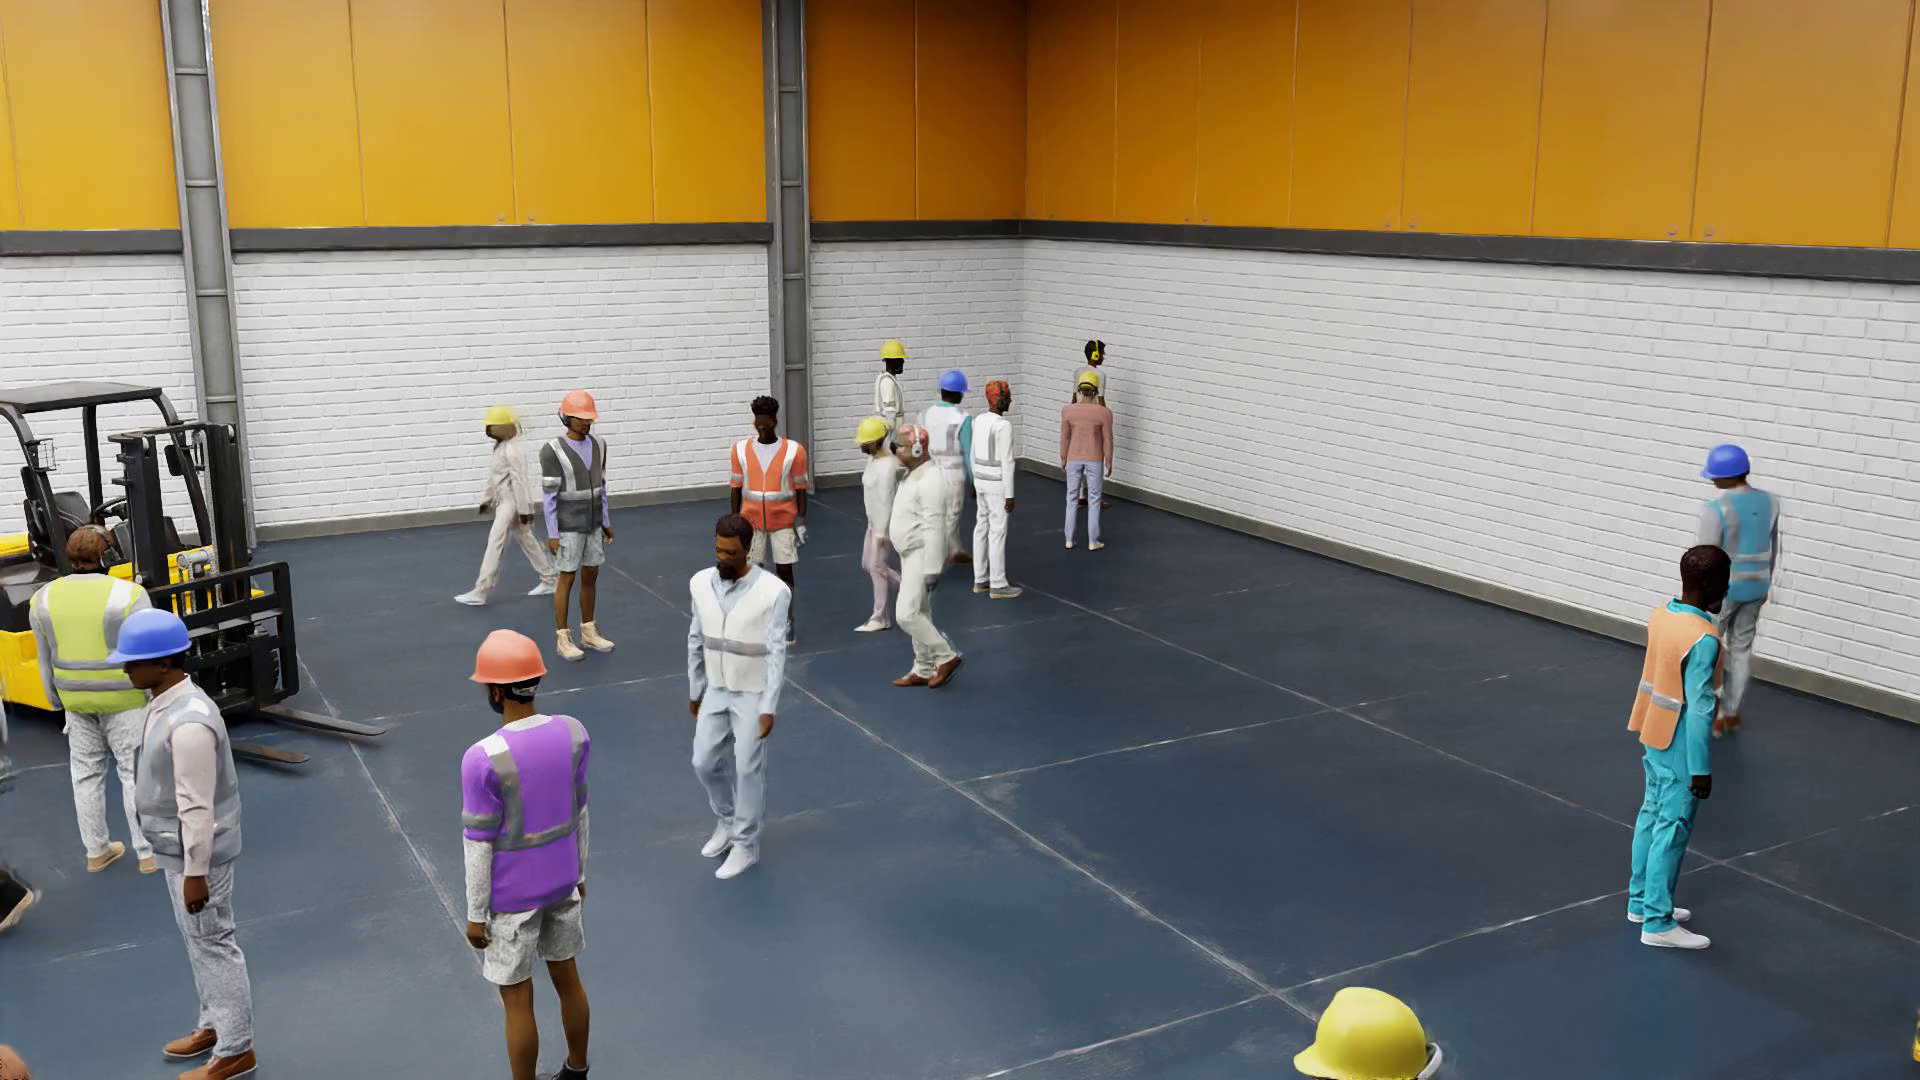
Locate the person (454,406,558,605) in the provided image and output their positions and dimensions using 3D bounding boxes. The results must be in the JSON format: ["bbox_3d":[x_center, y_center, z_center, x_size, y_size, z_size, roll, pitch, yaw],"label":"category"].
[{"bbox_3d":[-3.885,-0.304,14.214,0.918,1.694,0.488,-6,13,-25],"label":"person"}]

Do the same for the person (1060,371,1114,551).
[{"bbox_3d":[1.239,-0.769,16.246,0.531,1.755,0.343,4,13,16],"label":"person"}]

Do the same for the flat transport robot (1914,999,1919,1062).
[{"bbox_3d":[4.622,2.036,6.591,1.431,0.197,0.652,7,14,31],"label":"flat transport robot"}]

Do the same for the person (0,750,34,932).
[{"bbox_3d":[-4.684,0.959,7.698,0.686,1.939,0.462,9,15,37],"label":"person"}]

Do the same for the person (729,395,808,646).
[{"bbox_3d":[-1.478,-0.147,12.830,0.613,1.961,0.368,1,12,5],"label":"person"}]

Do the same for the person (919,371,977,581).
[{"bbox_3d":[-0.103,-0.599,15.164,0.634,1.887,0.946,11,16,41],"label":"person"}]

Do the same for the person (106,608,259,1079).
[{"bbox_3d":[-3.049,1.206,6.557,0.417,1.939,0.614,-8,14,-33],"label":"person"}]

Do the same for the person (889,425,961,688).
[{"bbox_3d":[-0.307,0.136,11.659,0.423,1.894,0.672,-3,12,-14],"label":"person"}]

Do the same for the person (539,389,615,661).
[{"bbox_3d":[-2.846,-0.121,12.527,0.395,2.038,0.615,8,15,34],"label":"person"}]

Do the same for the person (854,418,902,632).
[{"bbox_3d":[-0.591,-0.125,13.256,0.521,1.745,0.536,-4,13,-16],"label":"person"}]

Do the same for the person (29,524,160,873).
[{"bbox_3d":[-4.400,0.828,8.579,0.632,1.838,0.429,1,12,3],"label":"person"}]

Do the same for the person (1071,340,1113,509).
[{"bbox_3d":[1.443,-1.272,18.345,0.333,1.864,0.515,-9,15,-37],"label":"person"}]

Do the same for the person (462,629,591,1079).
[{"bbox_3d":[-1.630,1.279,6.234,0.389,1.930,0.544,9,15,36],"label":"person"}]

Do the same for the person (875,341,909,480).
[{"bbox_3d":[-0.718,-1.131,17.527,0.370,1.928,0.585,-2,12,-7],"label":"person"}]

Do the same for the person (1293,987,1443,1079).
[{"bbox_3d":[0.973,1.873,3.743,0.497,1.803,0.605,2,12,8],"label":"person"}]

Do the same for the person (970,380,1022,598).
[{"bbox_3d":[0.298,-0.442,14.408,0.356,1.881,0.575,-7,14,-29],"label":"person"}]

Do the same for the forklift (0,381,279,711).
[{"bbox_3d":[-5.853,0.085,11.199,2.313,2.155,1.214,7,14,28],"label":"forklift"}]

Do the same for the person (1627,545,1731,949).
[{"bbox_3d":[3.355,0.957,7.794,0.397,1.911,0.587,1,12,4],"label":"person"}]

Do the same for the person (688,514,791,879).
[{"bbox_3d":[-1.153,0.790,8.593,0.609,1.903,0.484,4,13,19],"label":"person"}]

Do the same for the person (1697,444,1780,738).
[{"bbox_3d":[4.990,0.332,10.729,0.673,1.910,0.381,-4,13,-18],"label":"person"}]

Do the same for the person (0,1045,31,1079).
[{"bbox_3d":[-2.190,1.931,3.877,0.315,1.636,0.518,0,12,-2],"label":"person"}]
